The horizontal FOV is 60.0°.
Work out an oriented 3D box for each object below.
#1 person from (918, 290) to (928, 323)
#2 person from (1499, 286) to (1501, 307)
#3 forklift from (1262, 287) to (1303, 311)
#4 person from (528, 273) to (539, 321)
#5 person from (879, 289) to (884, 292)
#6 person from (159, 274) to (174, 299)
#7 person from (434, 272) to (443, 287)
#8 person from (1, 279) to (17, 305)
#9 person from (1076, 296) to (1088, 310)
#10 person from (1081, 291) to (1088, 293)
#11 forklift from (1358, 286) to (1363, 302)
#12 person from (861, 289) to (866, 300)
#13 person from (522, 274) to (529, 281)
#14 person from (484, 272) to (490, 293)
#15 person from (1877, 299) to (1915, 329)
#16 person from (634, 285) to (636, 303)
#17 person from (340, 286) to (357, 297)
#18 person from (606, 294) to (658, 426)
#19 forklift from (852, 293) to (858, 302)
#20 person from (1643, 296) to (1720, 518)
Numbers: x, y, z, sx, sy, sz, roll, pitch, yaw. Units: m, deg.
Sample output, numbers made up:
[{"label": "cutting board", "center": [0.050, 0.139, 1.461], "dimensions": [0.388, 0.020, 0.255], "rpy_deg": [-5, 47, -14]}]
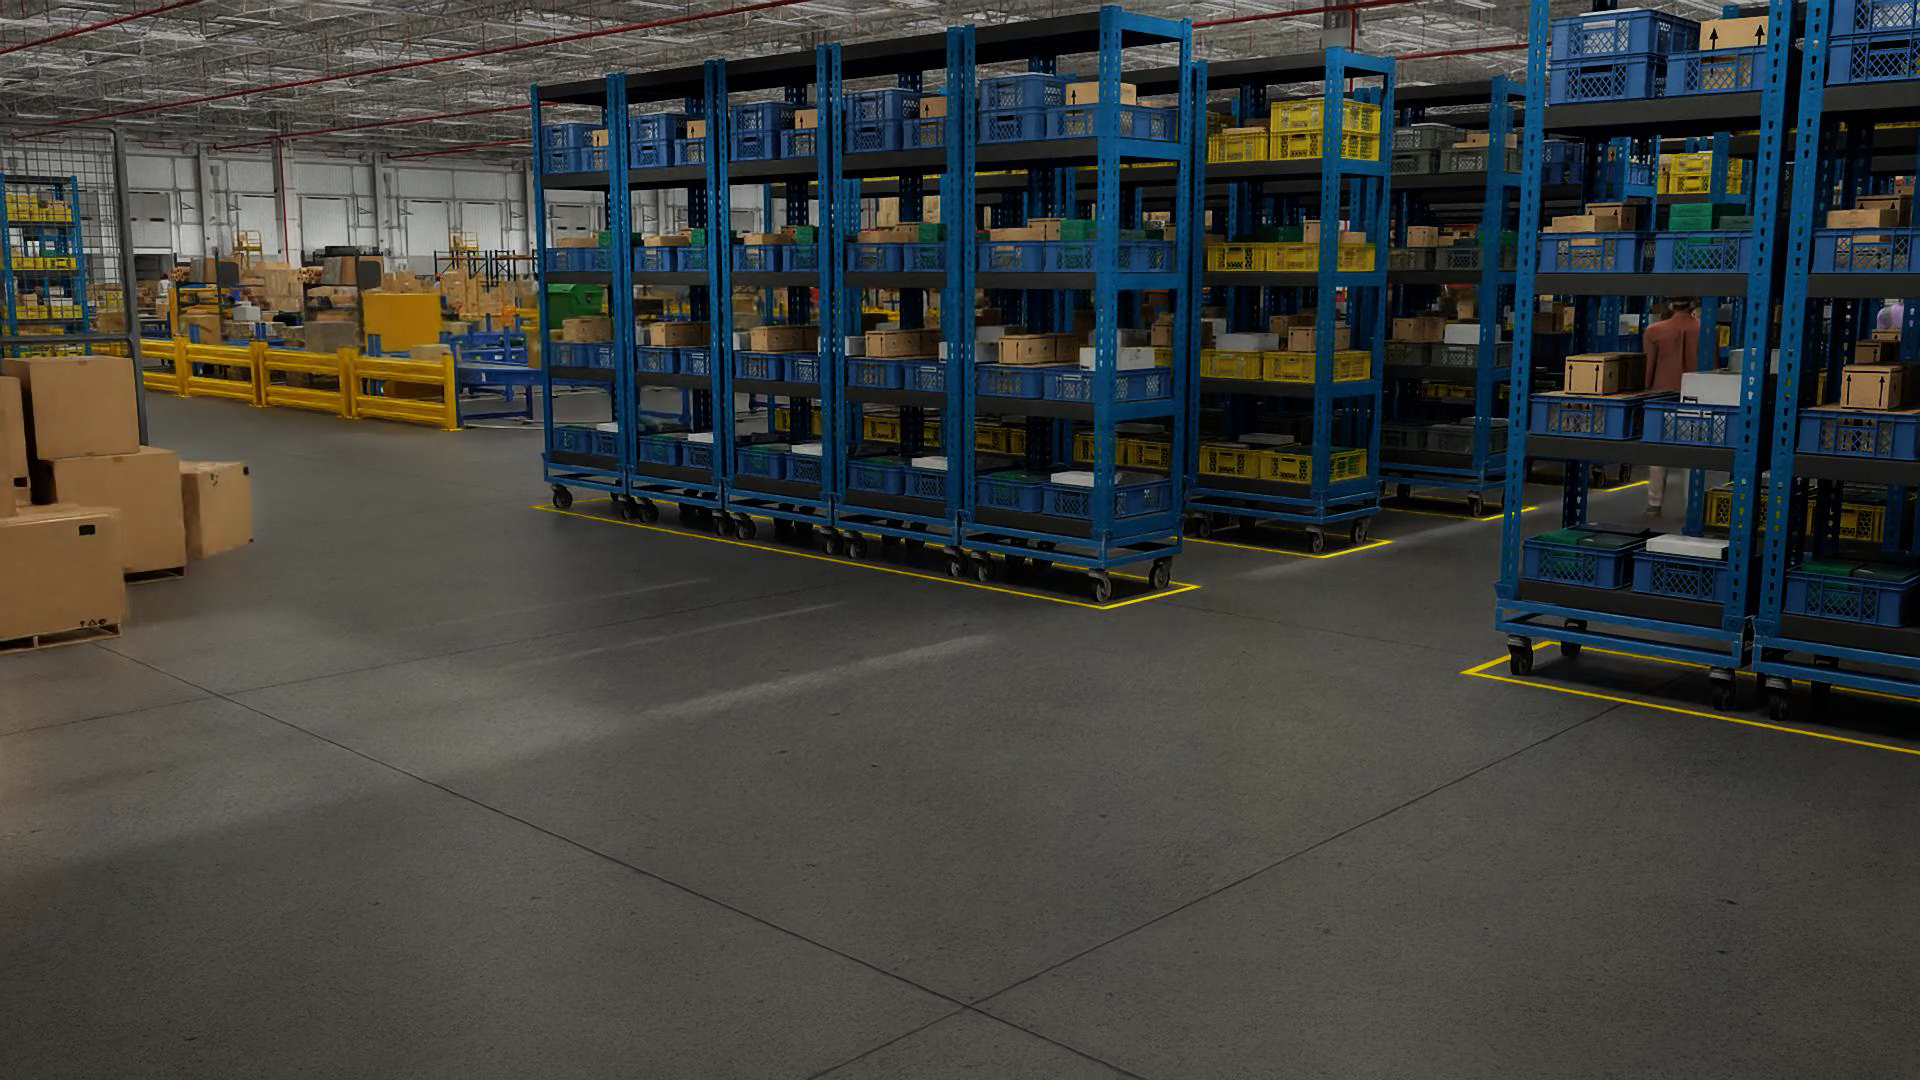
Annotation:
[{"label": "person", "center": [-1.025, -5.628, 41.712], "dimensions": [0.403, 1.817, 0.602], "rpy_deg": [-4, 10, -22]}, {"label": "person", "center": [10.204, -4.015, 31.789], "dimensions": [0.521, 1.818, 0.615], "rpy_deg": [-8, 12, -42]}, {"label": "forklift", "center": [10.769, -8.203, 54.240], "dimensions": [1.129, 2.768, 1.873], "rpy_deg": [8, 12, 42]}, {"label": "person", "center": [-16.752, -9.626, 65.871], "dimensions": [0.869, 1.935, 0.611], "rpy_deg": [-8, 12, -41]}, {"label": "person", "center": [-3.658, -11.260, 75.884], "dimensions": [0.372, 1.934, 0.627], "rpy_deg": [-1, 9, -6]}, {"label": "person", "center": [-35.242, -10.900, 73.918], "dimensions": [0.602, 1.848, 0.866], "rpy_deg": [-2, 10, -15]}, {"label": "person", "center": [-19.461, -9.040, 62.257], "dimensions": [0.361, 1.938, 0.545], "rpy_deg": [-8, 12, -39]}, {"label": "person", "center": [-36.973, -9.400, 64.705], "dimensions": [0.585, 1.862, 0.759], "rpy_deg": [-2, 9, -9]}, {"label": "person", "center": [1.775, -2.695, 24.054], "dimensions": [0.925, 1.730, 0.532], "rpy_deg": [-6, 11, -34]}, {"label": "person", "center": [3.885, -7.362, 52.155], "dimensions": [0.677, 1.866, 0.944], "rpy_deg": [-9, 13, -43]}, {"label": "forklift", "center": [11.100, -7.017, 46.970], "dimensions": [1.873, 2.768, 1.129], "rpy_deg": [9, 13, 43]}, {"label": "person", "center": [-4.041, -10.318, 71.039], "dimensions": [0.382, 1.624, 0.544], "rpy_deg": [-5, 10, -27]}, {"label": "person", "center": [-21.267, -12.073, 81.219], "dimensions": [0.330, 1.832, 0.652], "rpy_deg": [-8, 12, -41]}, {"label": "person", "center": [-26.108, -13.772, 91.457], "dimensions": [1.036, 1.875, 0.680], "rpy_deg": [-7, 11, -36]}, {"label": "person", "center": [10.186, -1.861, 17.918], "dimensions": [0.607, 2.044, 0.372], "rpy_deg": [8, 12, 40]}, {"label": "person", "center": [-12.238, -9.005, 61.743], "dimensions": [0.447, 2.033, 0.630], "rpy_deg": [-9, 13, -42]}, {"label": "person", "center": [-19.290, -7.485, 52.646], "dimensions": [0.619, 1.962, 0.843], "rpy_deg": [-3, 10, -19]}, {"label": "person", "center": [-3.754, -1.885, 18.746], "dimensions": [0.665, 1.824, 0.568], "rpy_deg": [-7, 11, -35]}, {"label": "forklift", "center": [-5.300, -11.580, 74.943], "dimensions": [1.873, 2.768, 1.129], "rpy_deg": [9, 13, 43]}, {"label": "person", "center": [5.982, -1.171, 13.866], "dimensions": [0.611, 1.985, 0.393], "rpy_deg": [3, 10, 18]}]
